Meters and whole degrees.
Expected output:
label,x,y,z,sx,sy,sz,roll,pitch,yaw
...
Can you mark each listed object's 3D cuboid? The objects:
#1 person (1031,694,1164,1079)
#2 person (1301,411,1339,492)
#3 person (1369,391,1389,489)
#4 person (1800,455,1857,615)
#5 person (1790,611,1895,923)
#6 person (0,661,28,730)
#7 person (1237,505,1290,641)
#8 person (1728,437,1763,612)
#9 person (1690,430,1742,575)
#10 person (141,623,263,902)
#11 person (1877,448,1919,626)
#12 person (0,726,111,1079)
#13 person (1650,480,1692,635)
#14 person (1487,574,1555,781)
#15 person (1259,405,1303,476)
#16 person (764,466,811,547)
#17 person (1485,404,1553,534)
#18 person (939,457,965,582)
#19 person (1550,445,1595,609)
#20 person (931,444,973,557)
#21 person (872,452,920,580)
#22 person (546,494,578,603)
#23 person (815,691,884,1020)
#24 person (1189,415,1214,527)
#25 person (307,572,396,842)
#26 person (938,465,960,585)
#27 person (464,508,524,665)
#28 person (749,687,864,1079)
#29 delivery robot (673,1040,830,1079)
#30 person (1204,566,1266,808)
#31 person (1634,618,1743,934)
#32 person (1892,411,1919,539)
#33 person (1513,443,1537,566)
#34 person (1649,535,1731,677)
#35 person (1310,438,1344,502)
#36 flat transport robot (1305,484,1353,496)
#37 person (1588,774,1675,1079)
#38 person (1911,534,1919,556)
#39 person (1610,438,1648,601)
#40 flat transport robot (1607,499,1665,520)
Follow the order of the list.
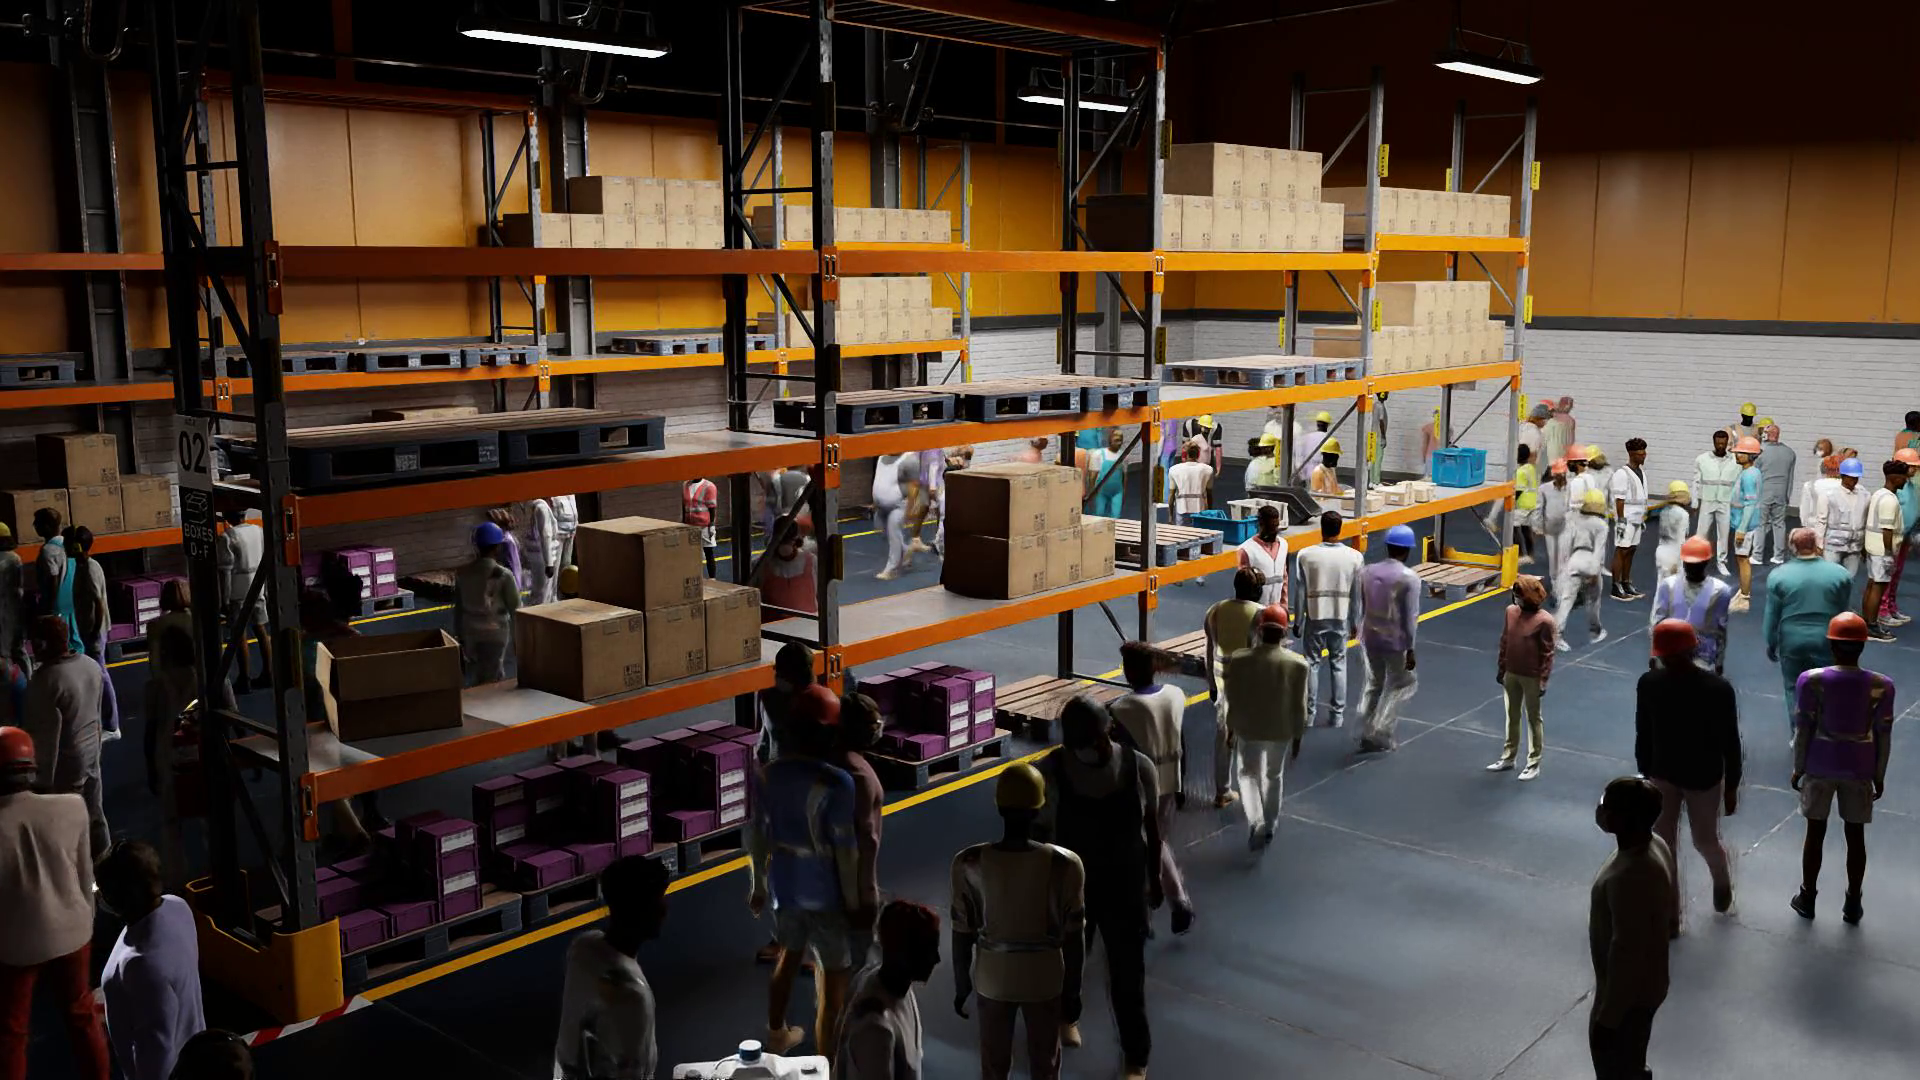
label,x,y,z,sx,sy,sz,roll,pitch,yaw
person,0.667,1.661,8.366,0.737,2.000,0.877,-1,10,-6
person,5.274,-0.963,24.516,0.598,1.884,0.945,6,11,33
person,7.532,-1.843,29.787,0.328,1.876,0.513,0,10,-3
person,9.953,-0.041,19.115,0.823,1.865,0.406,5,11,28
person,5.418,1.397,10.262,0.544,1.935,0.361,3,10,20
person,-6.214,1.406,10.578,0.627,1.817,0.453,-2,10,-14
person,2.722,0.624,14.979,0.594,1.907,0.415,-7,12,-38
person,9.106,-0.186,19.376,0.369,2.044,0.615,5,11,26
person,9.806,-0.483,21.601,0.607,1.905,0.404,2,10,11
person,-4.732,1.428,10.430,0.689,1.826,0.384,-2,10,-13
person,10.529,-0.040,18.665,0.612,1.994,0.379,-9,13,-42
person,-4.252,1.825,7.602,0.456,1.984,0.651,9,13,42
person,7.709,0.213,18.013,0.442,1.699,0.571,-1,10,-7
person,4.438,1.071,13.104,0.279,1.633,0.498,-5,11,-29
person,4.941,-1.182,25.809,0.602,1.884,0.661,-8,13,-41
person,-1.924,-0.107,19.028,0.641,2.010,0.632,-2,10,-11
person,8.371,-1.090,24.795,1.025,2.000,0.703,0,10,-1
person,-0.048,-0.235,20.884,0.309,1.641,0.514,-5,11,-28
person,7.242,-0.156,19.570,0.381,1.927,0.556,7,12,38
person,-0.055,-0.504,22.538,0.567,1.621,0.526,-3,10,-18
person,-0.816,-0.503,21.286,0.660,2.000,0.696,-8,13,-40
person,-4.657,-0.081,19.399,0.404,1.827,0.600,3,10,20
person,-0.553,1.709,8.388,0.376,1.940,0.629,-4,10,-21
person,3.675,-1.017,25.204,0.328,1.759,0.524,7,12,36
person,-4.343,1.173,11.602,0.637,1.935,0.718,7,12,36
person,-0.088,-0.037,19.521,0.318,1.700,0.535,3,10,17
person,-4.678,0.475,16.757,0.849,1.596,0.527,-3,10,-19
person,-0.759,1.726,8.188,0.814,1.988,0.583,8,12,40
delivery robot,-0.943,2.501,7.501,0.707,0.478,0.477,-1,10,-7
person,2.109,1.102,12.297,0.631,1.842,0.428,9,13,42
person,4.441,1.412,10.096,0.770,1.961,0.658,-8,13,-41
person,13.721,-0.918,24.133,0.386,1.918,0.595,1,10,7
person,7.495,-0.458,22.180,0.412,1.672,0.563,6,11,32
person,5.908,0.882,13.453,0.557,1.904,0.943,7,12,37
person,4.488,-0.298,20.450,0.409,1.918,0.584,5,11,26
flat transport robot,6.397,-0.788,28.263,0.652,0.197,1.431,-2,10,-9
person,2.809,1.930,7.069,0.372,1.940,0.630,5,11,28
person,13.263,-0.580,22.409,0.565,1.818,0.616,1,10,3
person,8.085,-0.258,20.046,0.606,1.966,0.367,-9,13,-43
flat transport robot,10.811,-0.500,26.541,0.652,0.197,1.431,9,13,43
